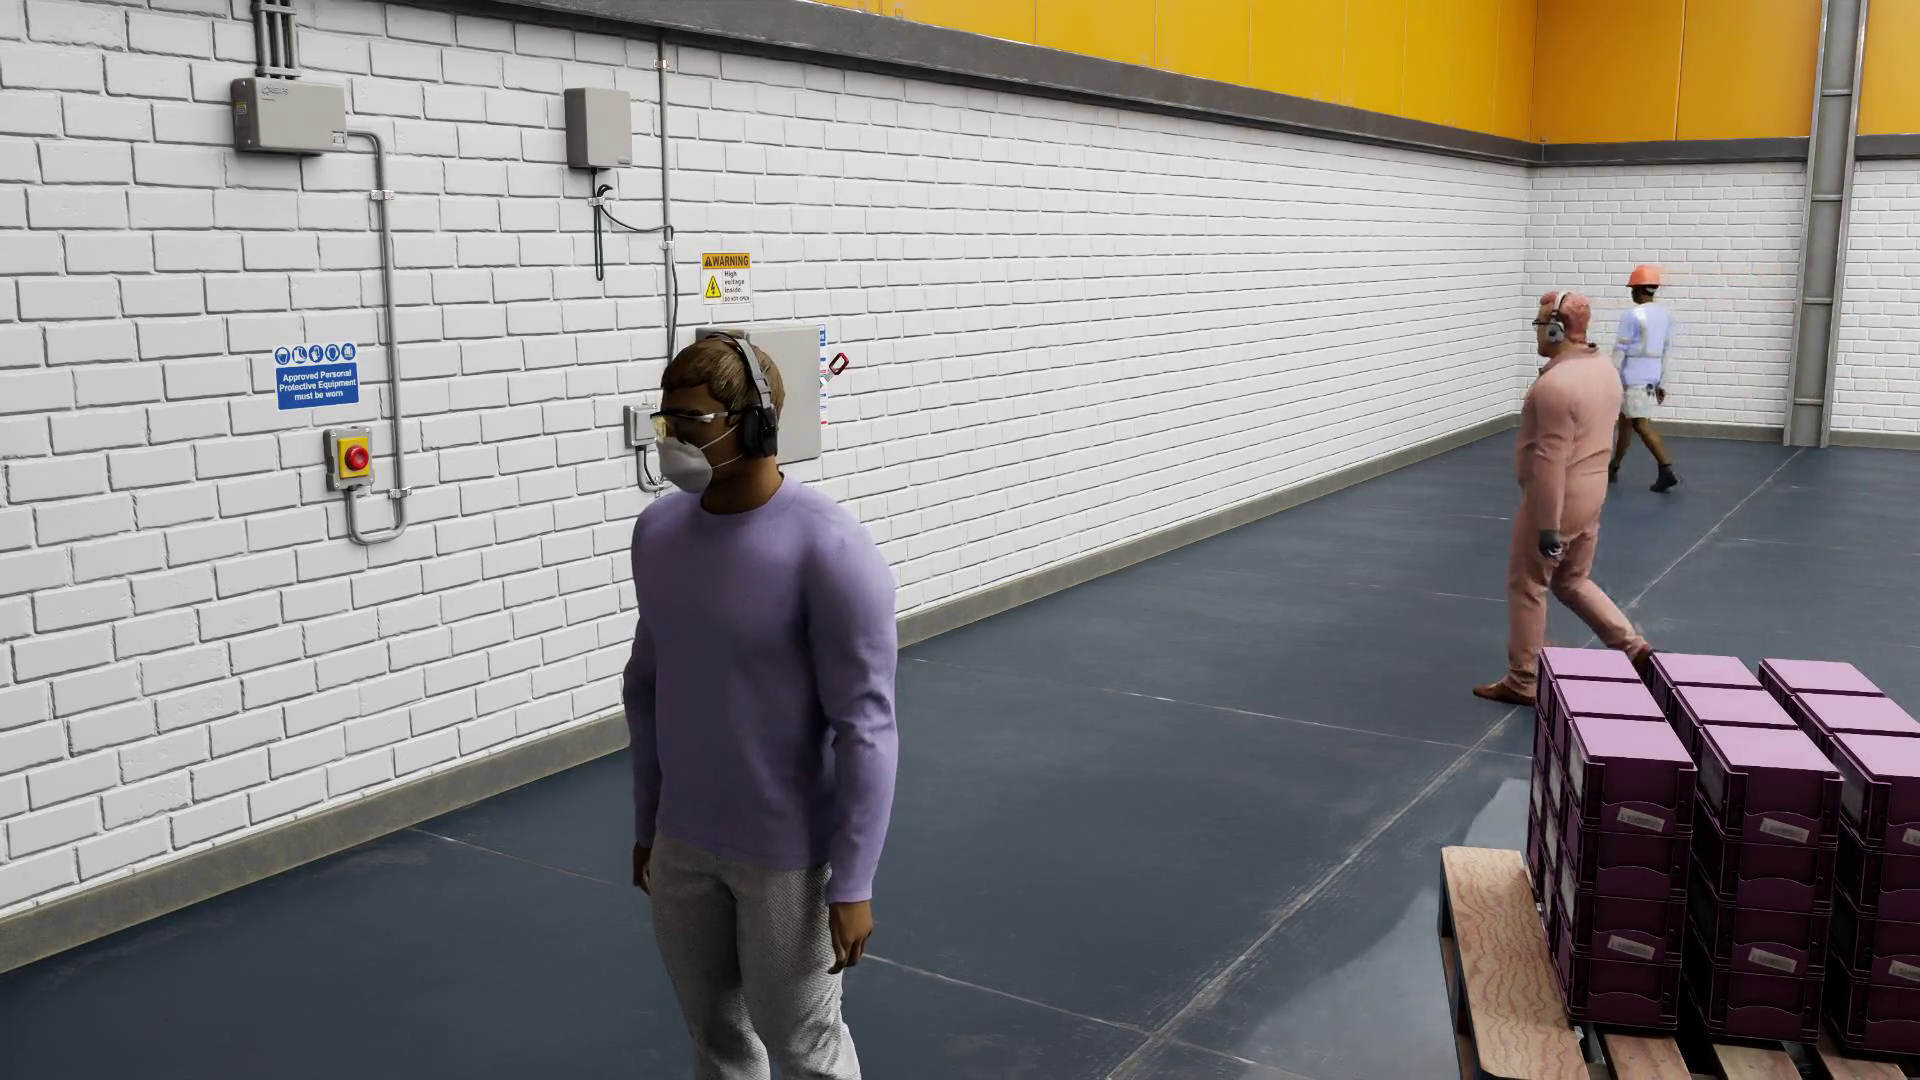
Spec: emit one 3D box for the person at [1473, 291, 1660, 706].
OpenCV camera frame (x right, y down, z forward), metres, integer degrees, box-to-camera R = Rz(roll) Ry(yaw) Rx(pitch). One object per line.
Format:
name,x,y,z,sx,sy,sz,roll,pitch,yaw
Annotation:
person,2.719,-0.154,7.360,0.649,1.884,0.712,-10,14,-43

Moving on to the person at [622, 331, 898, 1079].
person,-0.396,0.579,3.141,0.635,1.937,0.354,8,13,38

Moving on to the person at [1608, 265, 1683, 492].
person,5.782,-1.366,14.053,0.555,1.904,0.961,-7,12,-33
